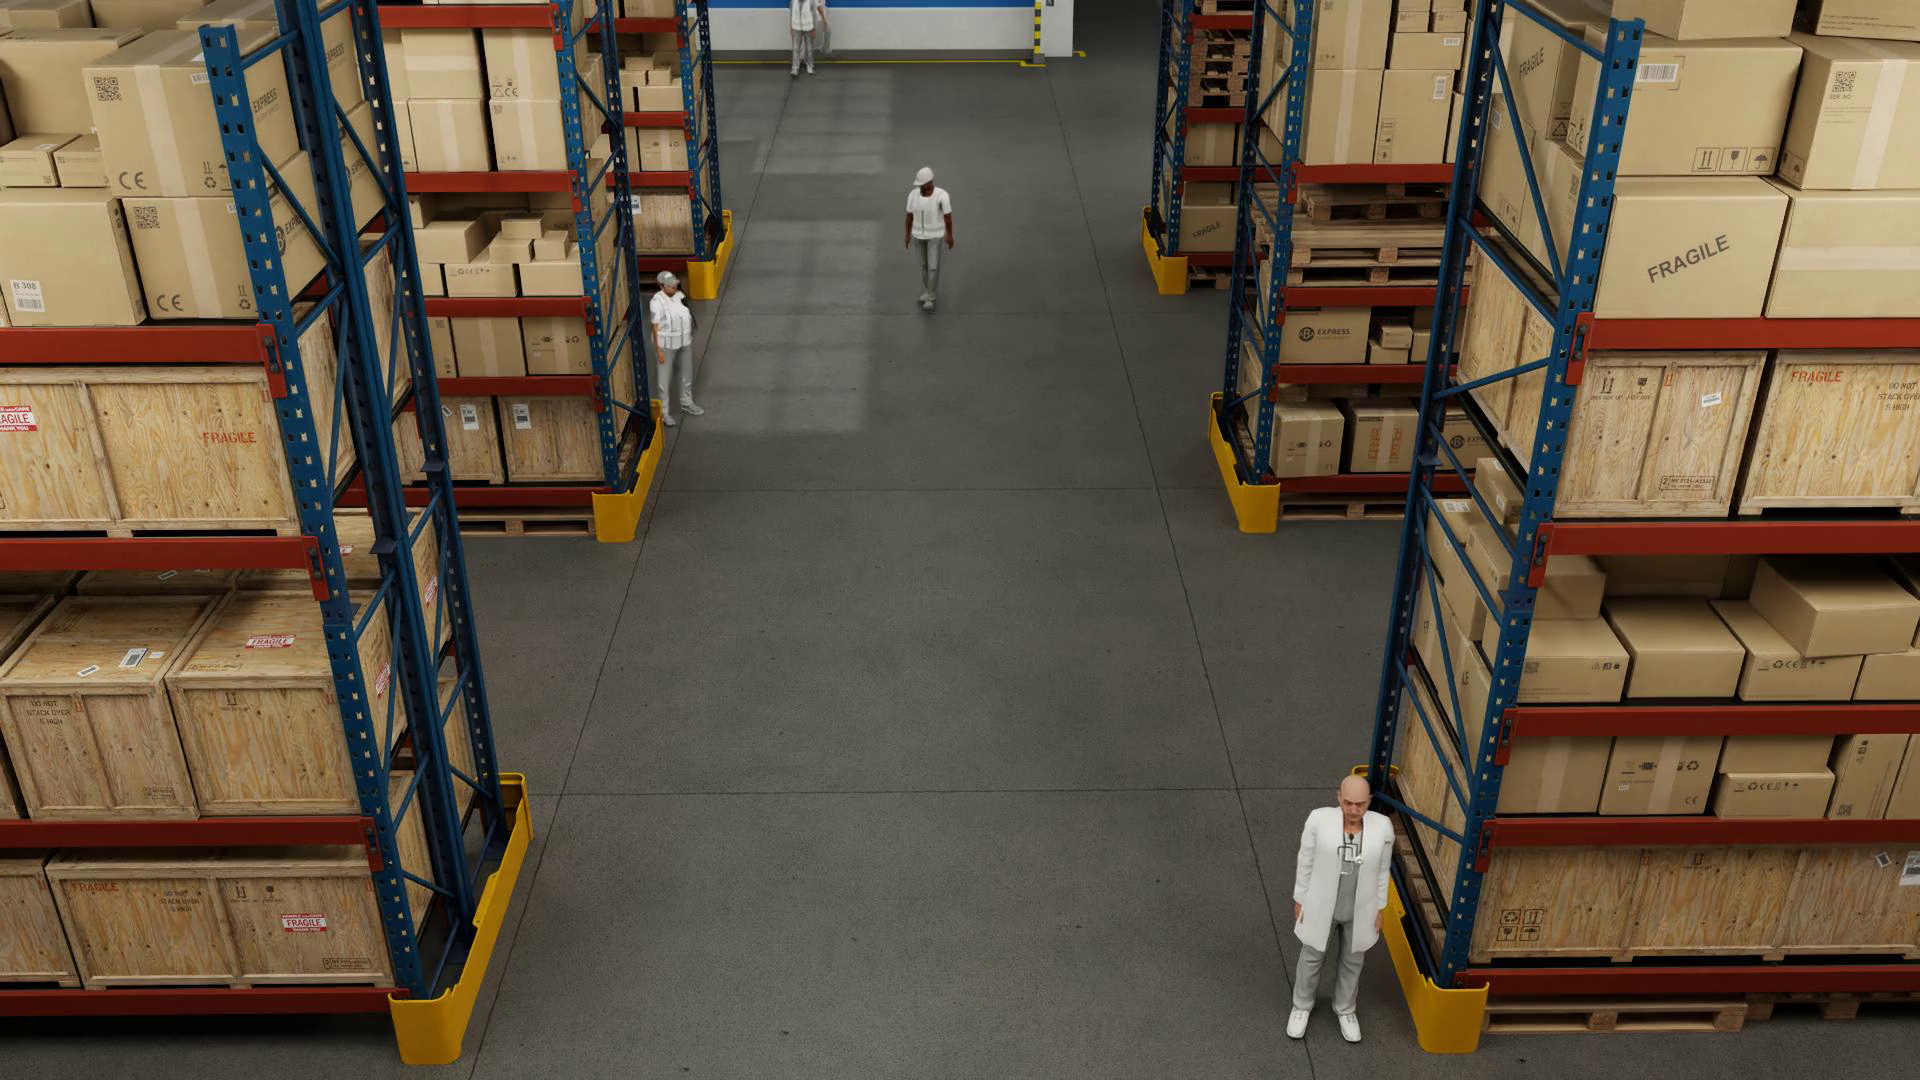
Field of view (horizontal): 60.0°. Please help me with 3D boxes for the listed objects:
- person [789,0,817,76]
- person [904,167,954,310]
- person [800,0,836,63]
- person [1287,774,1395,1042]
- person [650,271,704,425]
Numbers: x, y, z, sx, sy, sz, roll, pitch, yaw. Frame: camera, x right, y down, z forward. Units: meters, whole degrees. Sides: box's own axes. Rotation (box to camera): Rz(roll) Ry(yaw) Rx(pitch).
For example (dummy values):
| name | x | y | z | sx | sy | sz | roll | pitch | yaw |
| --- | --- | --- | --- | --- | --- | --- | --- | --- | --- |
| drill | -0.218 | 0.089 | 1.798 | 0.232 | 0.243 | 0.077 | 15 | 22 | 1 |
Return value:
| name | x | y | z | sx | sy | sz | roll | pitch | yaw |
| --- | --- | --- | --- | --- | --- | --- | --- | --- | --- |
| person | -3.065 | -9.938 | 32.371 | 0.556 | 1.758 | 0.788 | 2 | 28 | 5 |
| person | -0.457 | -3.798 | 20.926 | 0.599 | 1.756 | 0.695 | 13 | 31 | 23 |
| person | -2.878 | -10.491 | 33.419 | 0.933 | 1.696 | 0.585 | -8 | 29 | -15 |
| person | 2.250 | 2.181 | 9.833 | 0.548 | 1.782 | 0.397 | 3 | 28 | 5 |
| person | -3.073 | -2.093 | 17.873 | 0.387 | 1.667 | 0.508 | 25 | 37 | 38 |
